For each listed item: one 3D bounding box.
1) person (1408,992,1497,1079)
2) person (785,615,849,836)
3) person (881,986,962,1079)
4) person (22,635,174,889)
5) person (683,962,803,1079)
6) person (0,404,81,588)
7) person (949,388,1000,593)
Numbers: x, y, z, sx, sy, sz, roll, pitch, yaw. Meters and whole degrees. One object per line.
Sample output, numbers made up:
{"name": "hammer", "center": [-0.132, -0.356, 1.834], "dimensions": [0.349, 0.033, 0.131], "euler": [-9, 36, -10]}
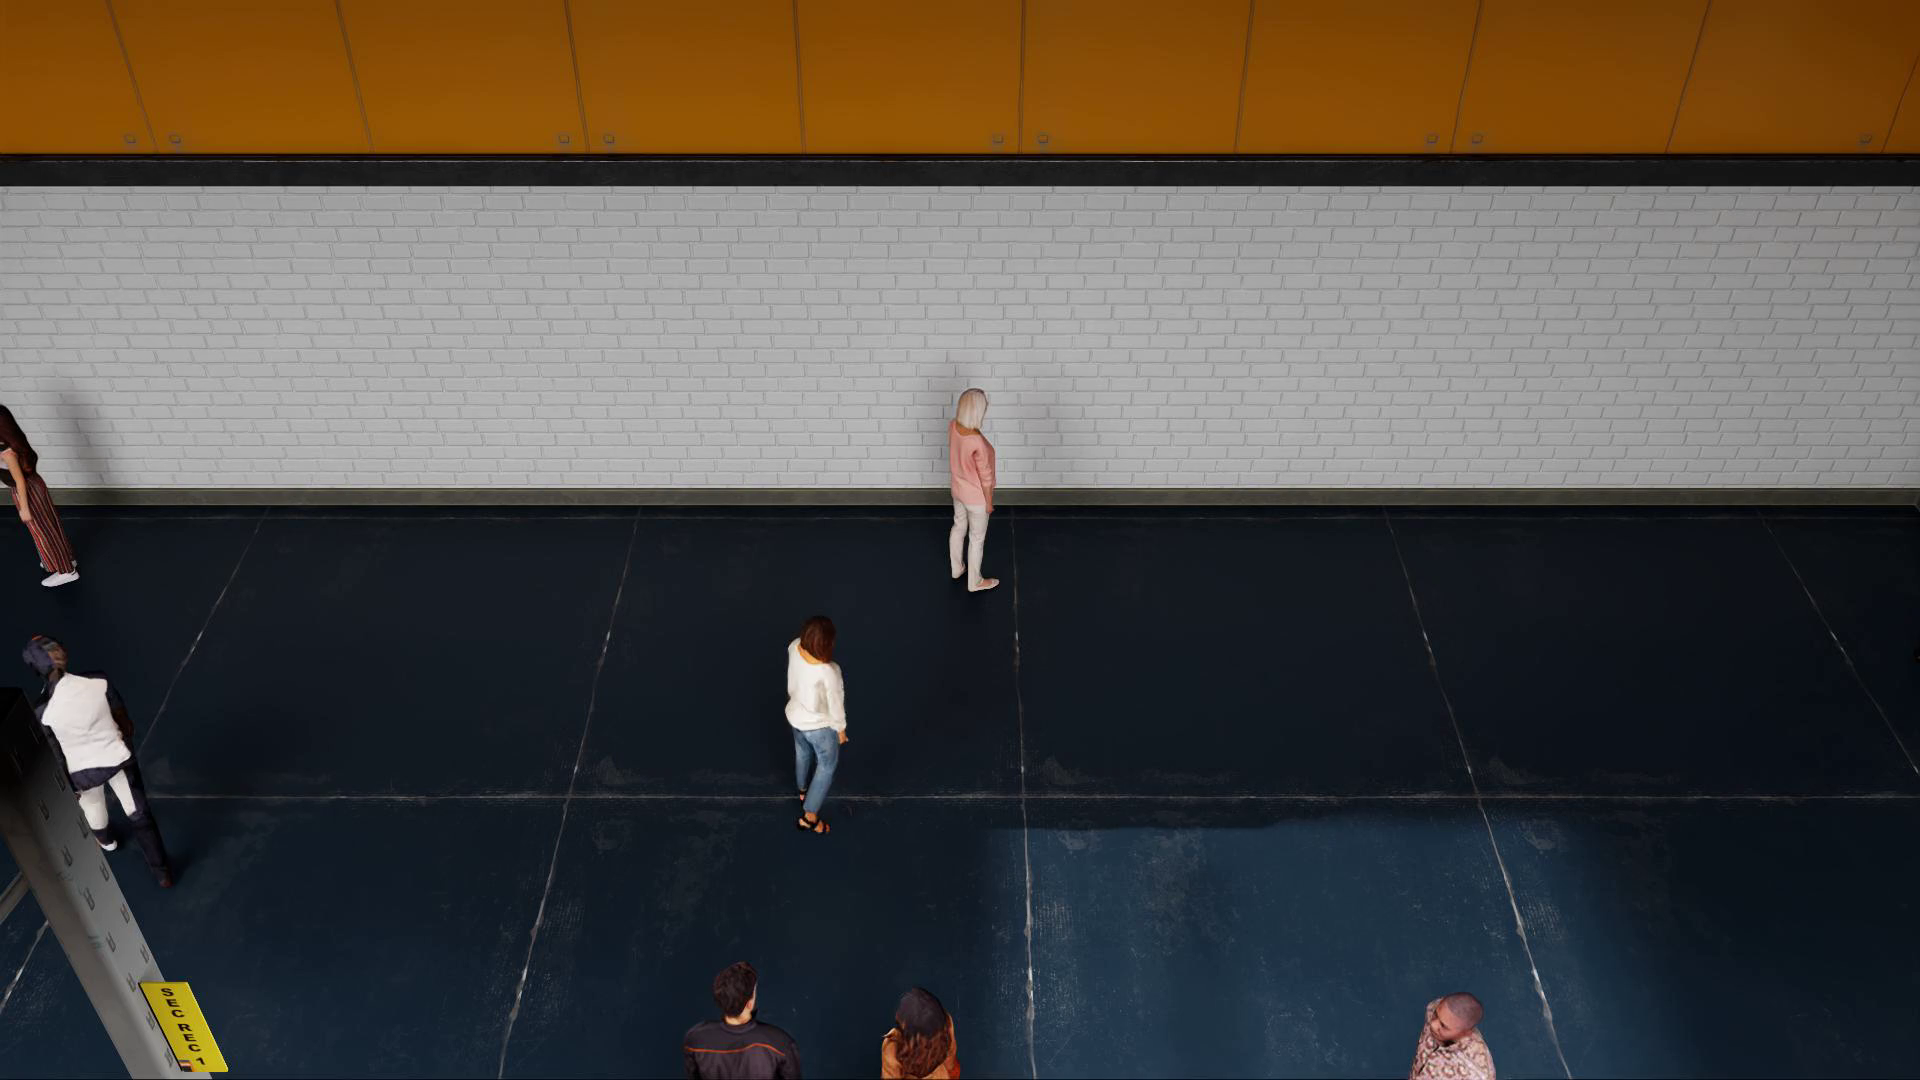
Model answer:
{"name": "person", "center": [2.432, 2.785, 8.168], "dimensions": [0.972, 1.782, 1.043], "euler": [-13, 40, -16]}
{"name": "person", "center": [-0.914, 1.118, 10.339], "dimensions": [0.792, 1.678, 0.863], "euler": [29, 47, 31]}
{"name": "person", "center": [-0.201, 2.771, 8.240], "dimensions": [0.772, 1.715, 0.808], "euler": [-27, 46, -29]}
{"name": "person", "center": [-5.059, 1.375, 9.875], "dimensions": [1.110, 1.857, 1.162], "euler": [-32, 48, -33]}
{"name": "person", "center": [-1.020, 2.758, 8.075], "dimensions": [0.698, 1.942, 0.586], "euler": [2, 39, 2]}
{"name": "person", "center": [-6.875, -0.354, 12.275], "dimensions": [0.687, 1.562, 0.576], "euler": [-15, 41, -18]}
{"name": "person", "center": [0.078, -0.374, 12.170], "dimensions": [0.742, 1.726, 0.648], "euler": [-24, 44, -27]}
